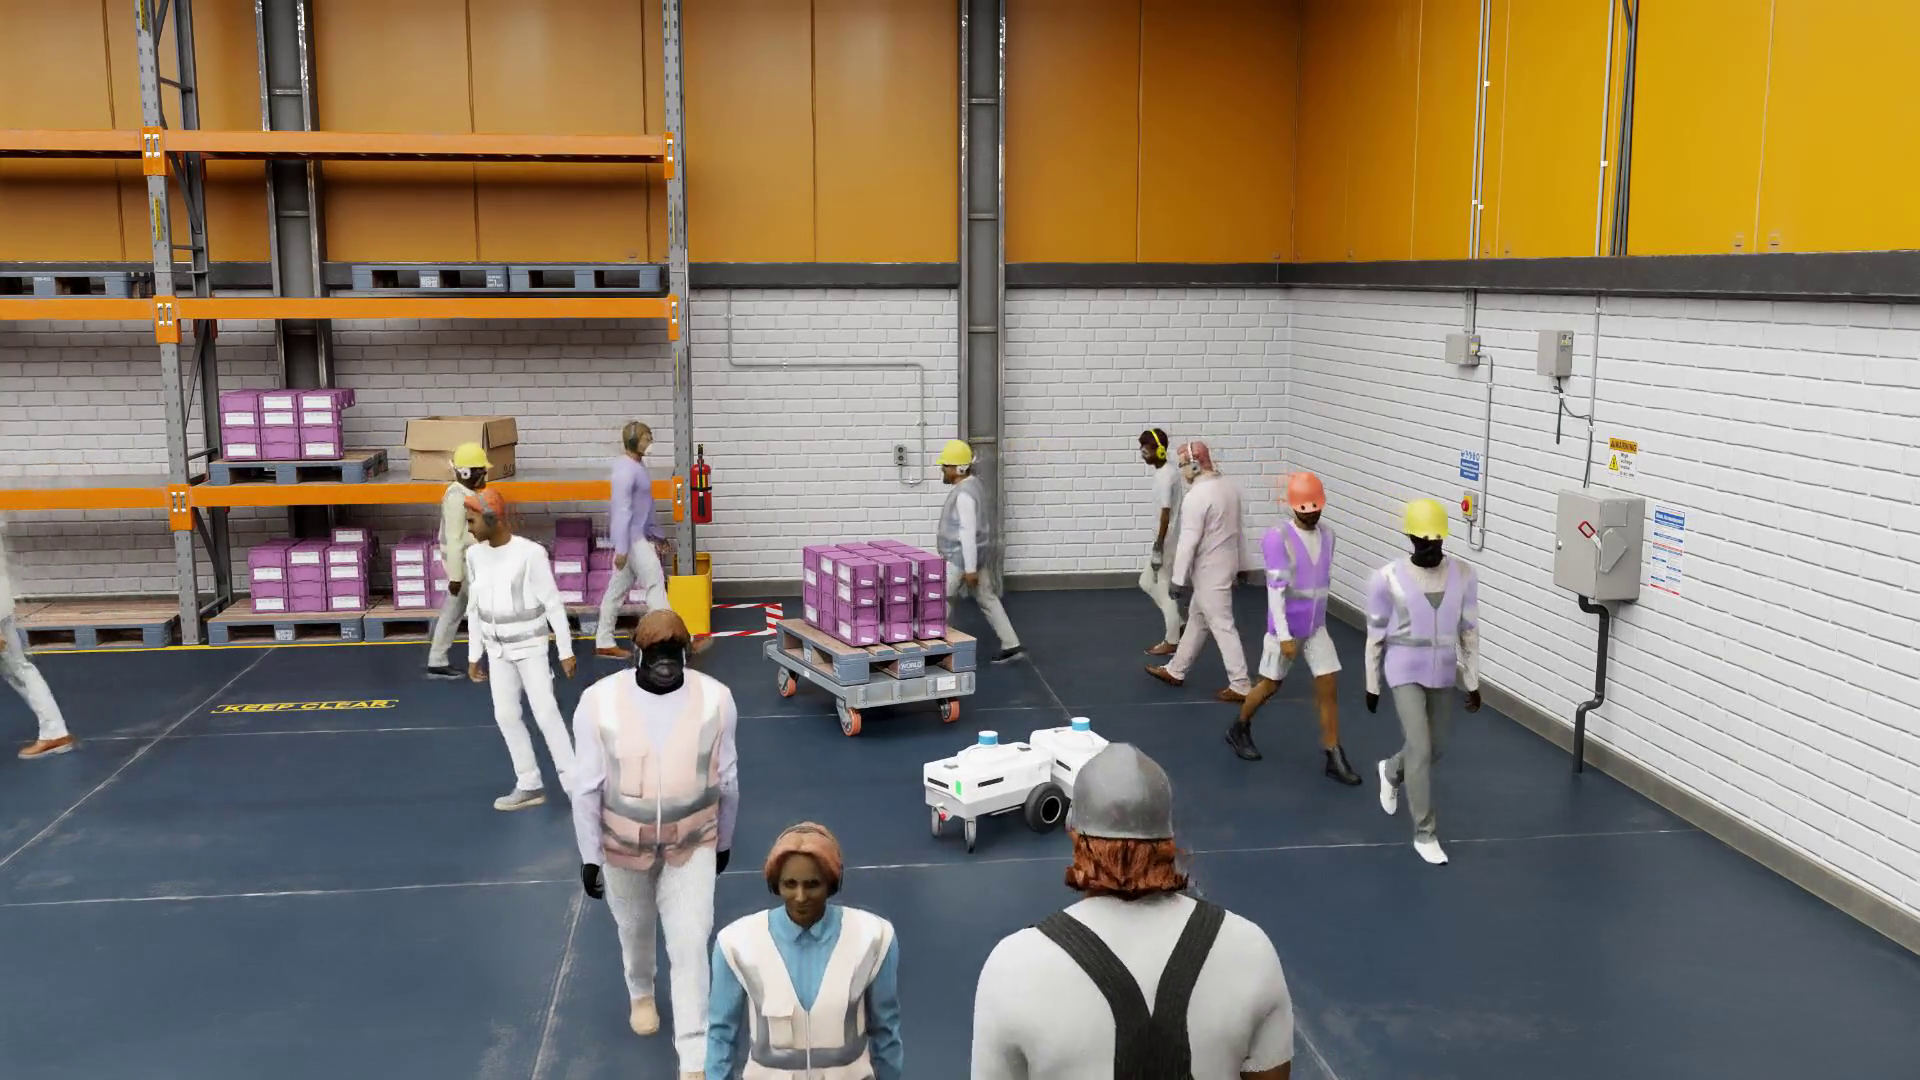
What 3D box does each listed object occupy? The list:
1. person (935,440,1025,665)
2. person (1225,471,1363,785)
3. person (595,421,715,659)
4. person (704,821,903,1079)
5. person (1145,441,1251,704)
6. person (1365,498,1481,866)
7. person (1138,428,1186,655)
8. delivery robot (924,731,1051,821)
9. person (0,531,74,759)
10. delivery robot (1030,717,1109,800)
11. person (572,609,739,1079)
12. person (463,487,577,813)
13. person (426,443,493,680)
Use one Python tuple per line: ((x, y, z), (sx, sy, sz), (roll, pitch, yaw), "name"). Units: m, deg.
((0.047, 0.108, 12.784), (0.977, 1.779, 0.591), (2, 9, 10), "person")
((2.004, 0.493, 10.076), (0.542, 1.884, 0.952), (-5, 10, -28), "person")
((-2.428, 0.016, 12.992), (0.991, 1.892, 0.636), (-1, 9, -7), "person")
((-0.421, 1.515, 4.527), (0.528, 1.607, 0.823), (-1, 9, -5), "person")
((1.702, 0.220, 11.839), (0.956, 1.848, 0.710), (5, 11, 31), "person")
((2.406, 0.688, 8.801), (0.589, 1.888, 0.820), (-2, 9, -13), "person")
((1.594, 0.023, 13.114), (0.425, 1.834, 0.607), (1, 9, 5), "person")
((0.151, 1.276, 8.990), (0.707, 0.478, 0.477), (-7, 12, -39), "delivery robot")
((-6.025, 0.472, 10.183), (1.009, 1.890, 0.640), (-4, 10, -23), "person")
((0.671, 1.233, 9.259), (0.477, 0.478, 0.707), (-4, 10, -23), "delivery robot")
((-1.148, 1.128, 6.334), (0.614, 1.805, 0.950), (-2, 9, -10), "person")
((-2.441, 0.622, 9.327), (0.691, 1.853, 0.437), (4, 10, 26), "person")
((-3.571, 0.170, 12.344), (0.923, 1.781, 0.607), (-1, 9, -9), "person")
